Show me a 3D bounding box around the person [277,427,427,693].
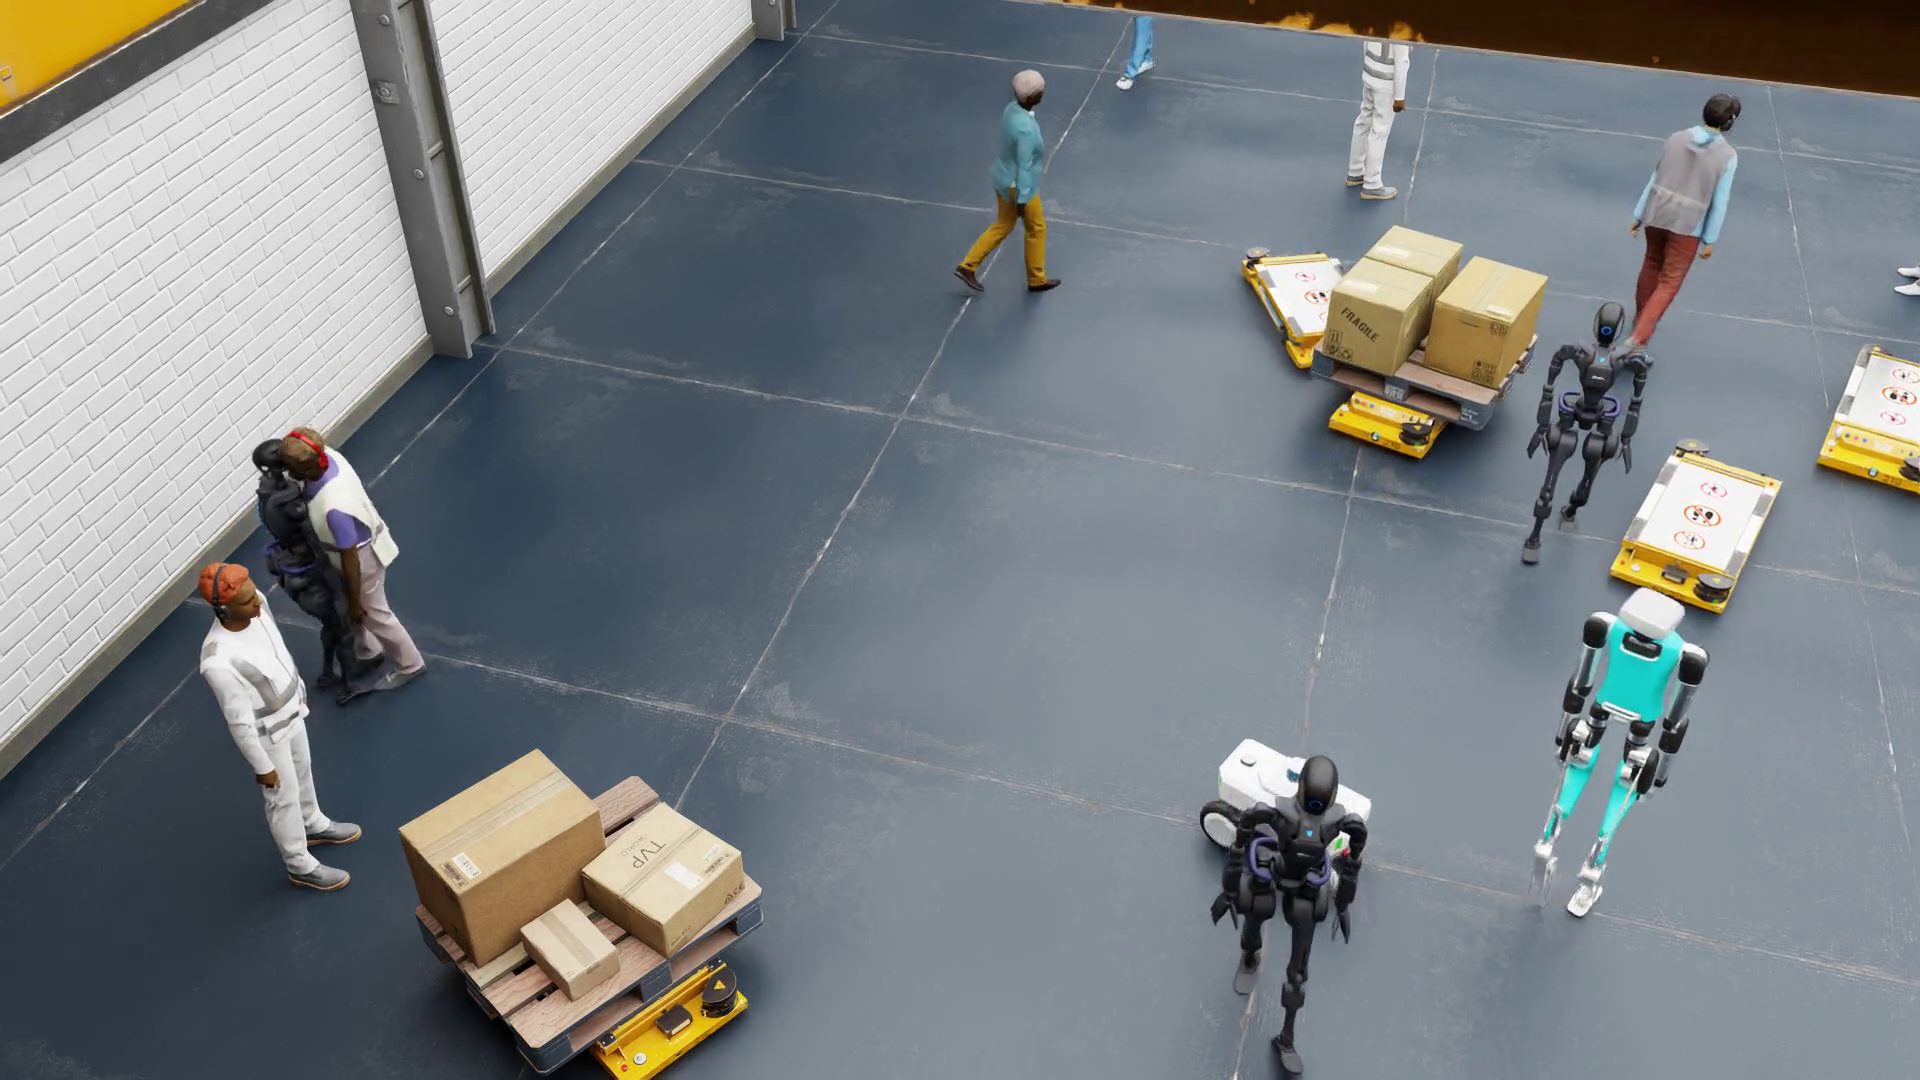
[{"bbox_3d":[-3.164,0.136,8.601,0.538,1.809,0.614,-21,43,-24],"label":"person"}]

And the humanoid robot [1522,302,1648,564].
[{"bbox_3d":[3.644,-0.623,9.680,0.587,1.650,0.610,12,40,14],"label":"humanoid robot"}]

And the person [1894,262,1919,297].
[{"bbox_3d":[7.223,-2.541,12.070,0.310,1.638,0.513,20,43,23],"label":"person"}]

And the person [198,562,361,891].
[{"bbox_3d":[-3.156,0.849,7.660,0.343,1.881,0.585,-2,39,-3],"label":"person"}]

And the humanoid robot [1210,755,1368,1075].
[{"bbox_3d":[1.370,1.522,7.002,0.597,1.626,0.711,3,39,3],"label":"humanoid robot"}]

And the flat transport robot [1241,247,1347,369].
[{"bbox_3d":[2.575,-1.719,12.142,0.659,0.231,1.431,-5,39,-7],"label":"flat transport robot"}]

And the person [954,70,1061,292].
[{"bbox_3d":[0.352,-2.557,12.024,0.763,1.721,0.533,-13,41,-16],"label":"person"}]

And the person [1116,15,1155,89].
[{"bbox_3d":[1.602,-4.959,15.037,0.515,1.689,0.826,27,46,30],"label":"person"}]

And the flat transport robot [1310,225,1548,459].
[{"bbox_3d":[3.114,-1.066,11.330,0.659,0.231,1.431,23,44,26],"label":"flat transport robot"}]

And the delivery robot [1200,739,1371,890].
[{"bbox_3d":[1.623,1.307,8.144,0.769,0.587,0.499,26,46,29],"label":"delivery robot"}]

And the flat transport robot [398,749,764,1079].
[{"bbox_3d":[-1.679,1.866,7.684,0.659,0.231,1.431,-31,48,-32],"label":"flat transport robot"}]

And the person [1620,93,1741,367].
[{"bbox_3d":[4.887,-2.139,11.415,0.825,1.842,0.590,-32,49,-33],"label":"person"}]

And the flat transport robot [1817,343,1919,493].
[{"bbox_3d":[6.190,-0.825,11.031,0.659,0.231,1.431,22,44,25],"label":"flat transport robot"}]

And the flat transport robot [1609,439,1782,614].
[{"bbox_3d":[4.509,-0.107,10.138,0.659,0.231,1.431,23,44,25],"label":"flat transport robot"}]

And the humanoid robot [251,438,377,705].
[{"bbox_3d":[-3.388,0.181,8.654,0.613,1.650,0.313,31,48,33],"label":"humanoid robot"}]

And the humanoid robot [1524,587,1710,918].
[{"bbox_3d":[2.846,1.120,7.514,0.556,1.874,0.761,26,45,28],"label":"humanoid robot"}]

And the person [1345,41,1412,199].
[{"bbox_3d":[3.383,-3.643,13.250,0.356,1.882,0.574,-11,40,-13],"label":"person"}]
